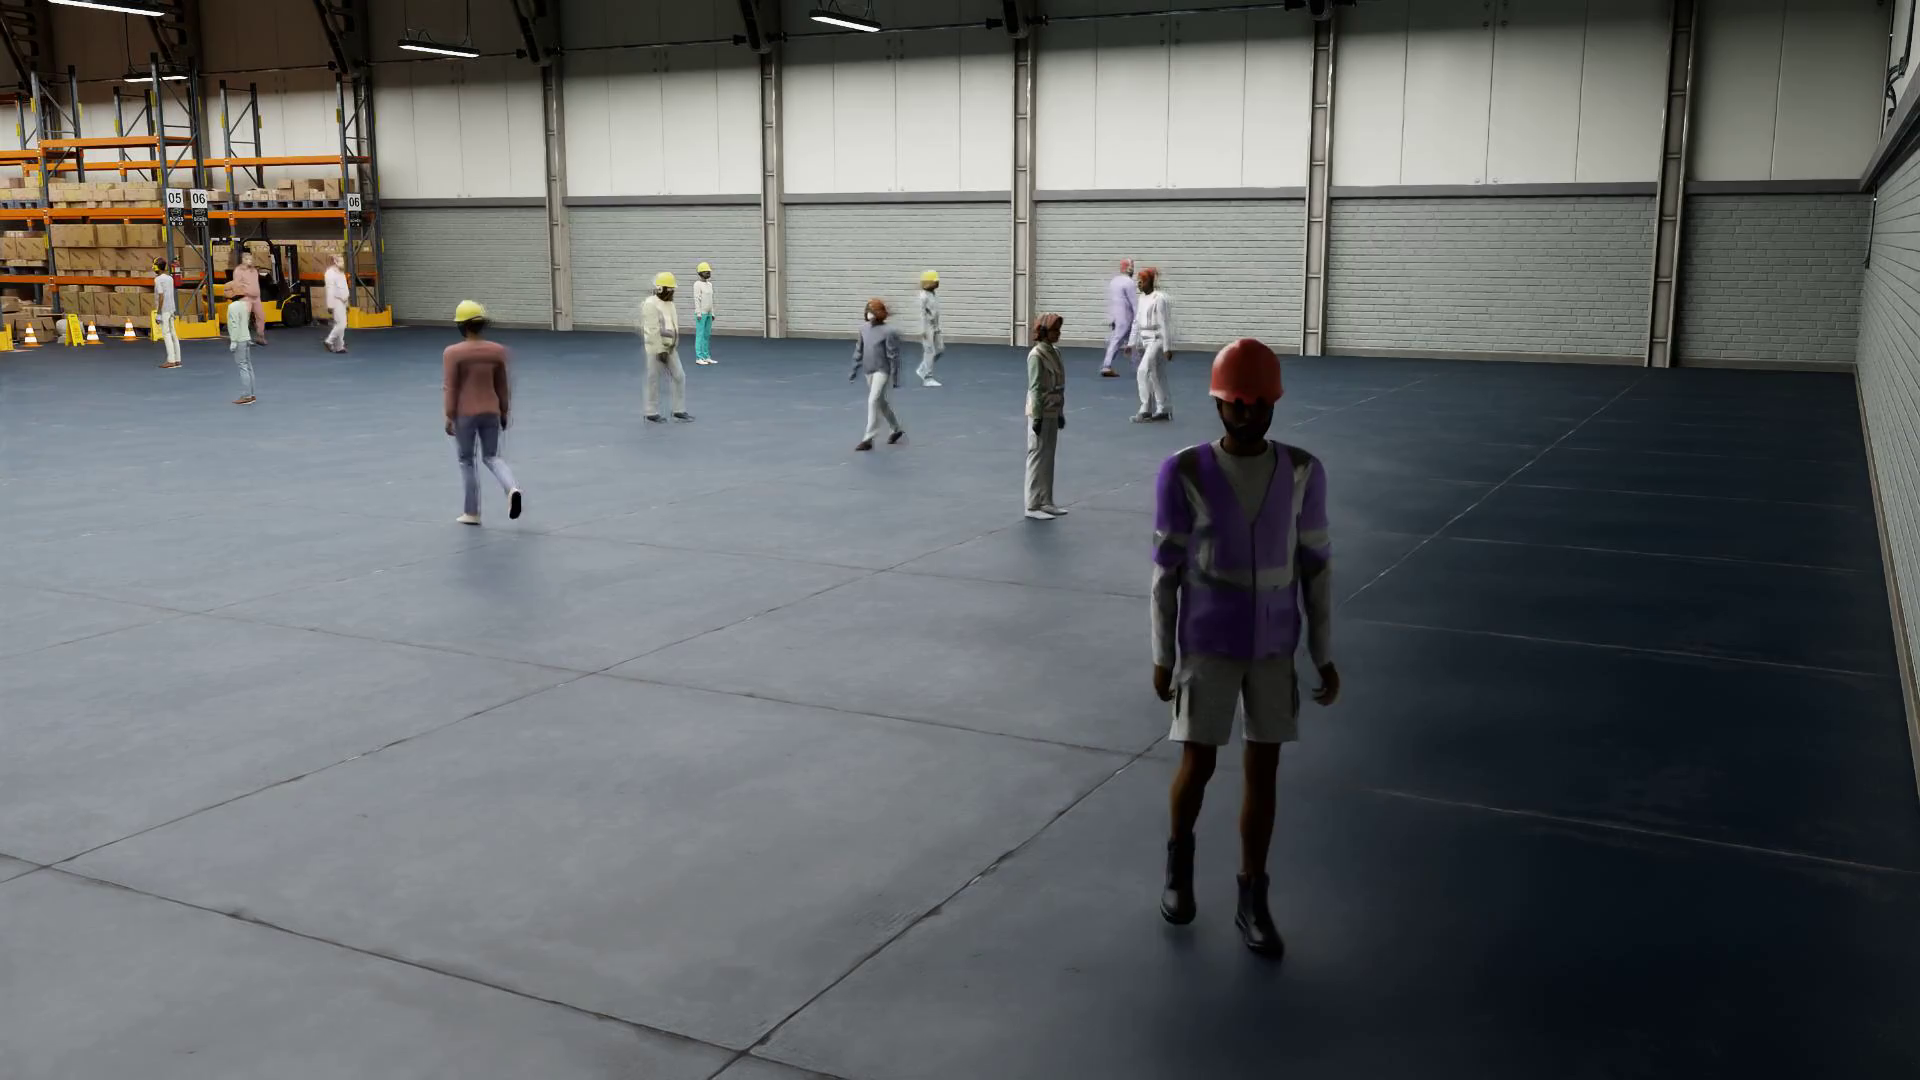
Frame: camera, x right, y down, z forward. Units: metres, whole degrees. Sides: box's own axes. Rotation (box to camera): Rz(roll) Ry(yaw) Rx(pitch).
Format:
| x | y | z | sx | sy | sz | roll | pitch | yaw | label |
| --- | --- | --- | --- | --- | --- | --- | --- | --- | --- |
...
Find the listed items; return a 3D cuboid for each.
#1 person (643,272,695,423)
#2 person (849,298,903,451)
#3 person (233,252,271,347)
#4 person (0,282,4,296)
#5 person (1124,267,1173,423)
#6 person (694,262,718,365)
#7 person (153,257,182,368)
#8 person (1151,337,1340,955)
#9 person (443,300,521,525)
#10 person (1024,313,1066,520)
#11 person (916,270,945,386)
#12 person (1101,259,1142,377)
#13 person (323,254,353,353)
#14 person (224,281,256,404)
| x | y | z | sx | sy | sz | roll | pitch | yaw | label |
| --- | --- | --- | --- | --- | --- | --- | --- | --- | --- |
| -3.468 | -2.272 | 19.781 | 0.712 | 1.799 | 0.585 | 5 | 11 | 24 | person |
| -0.852 | -1.767 | 17.597 | 0.507 | 1.593 | 0.848 | 10 | 14 | 43 | person |
| -14.247 | -4.837 | 33.519 | 0.654 | 1.888 | 0.673 | 4 | 11 | 21 | person |
| -24.319 | -6.432 | 41.818 | 0.970 | 2.000 | 0.684 | 5 | 12 | 26 | person |
| 2.245 | -2.331 | 19.975 | 0.731 | 1.853 | 0.581 | -2 | 11 | -13 | person |
| -4.448 | -3.946 | 29.004 | 0.304 | 1.772 | 0.525 | 4 | 11 | 21 | person |
| -13.487 | -3.847 | 28.204 | 0.325 | 1.865 | 0.516 | 1 | 10 | 3 | person |
| 0.899 | 0.331 | 5.240 | 0.564 | 1.930 | 0.437 | -1 | 10 | -6 | person |
| -3.686 | -0.965 | 12.819 | 0.550 | 1.753 | 0.528 | 10 | 14 | 42 | person |
| 0.674 | -0.980 | 13.210 | 0.316 | 1.629 | 0.508 | 4 | 11 | 22 | person |
| -0.447 | -3.156 | 24.785 | 0.396 | 1.728 | 0.514 | 5 | 12 | 26 | person |
| 2.674 | -3.524 | 26.461 | 0.986 | 1.853 | 0.656 | -3 | 11 | -15 | person |
| -11.762 | -4.461 | 31.489 | 0.423 | 1.894 | 0.660 | -1 | 10 | -4 | person |
| -9.623 | -2.630 | 22.196 | 0.277 | 1.632 | 0.502 | -1 | 10 | -5 | person |
